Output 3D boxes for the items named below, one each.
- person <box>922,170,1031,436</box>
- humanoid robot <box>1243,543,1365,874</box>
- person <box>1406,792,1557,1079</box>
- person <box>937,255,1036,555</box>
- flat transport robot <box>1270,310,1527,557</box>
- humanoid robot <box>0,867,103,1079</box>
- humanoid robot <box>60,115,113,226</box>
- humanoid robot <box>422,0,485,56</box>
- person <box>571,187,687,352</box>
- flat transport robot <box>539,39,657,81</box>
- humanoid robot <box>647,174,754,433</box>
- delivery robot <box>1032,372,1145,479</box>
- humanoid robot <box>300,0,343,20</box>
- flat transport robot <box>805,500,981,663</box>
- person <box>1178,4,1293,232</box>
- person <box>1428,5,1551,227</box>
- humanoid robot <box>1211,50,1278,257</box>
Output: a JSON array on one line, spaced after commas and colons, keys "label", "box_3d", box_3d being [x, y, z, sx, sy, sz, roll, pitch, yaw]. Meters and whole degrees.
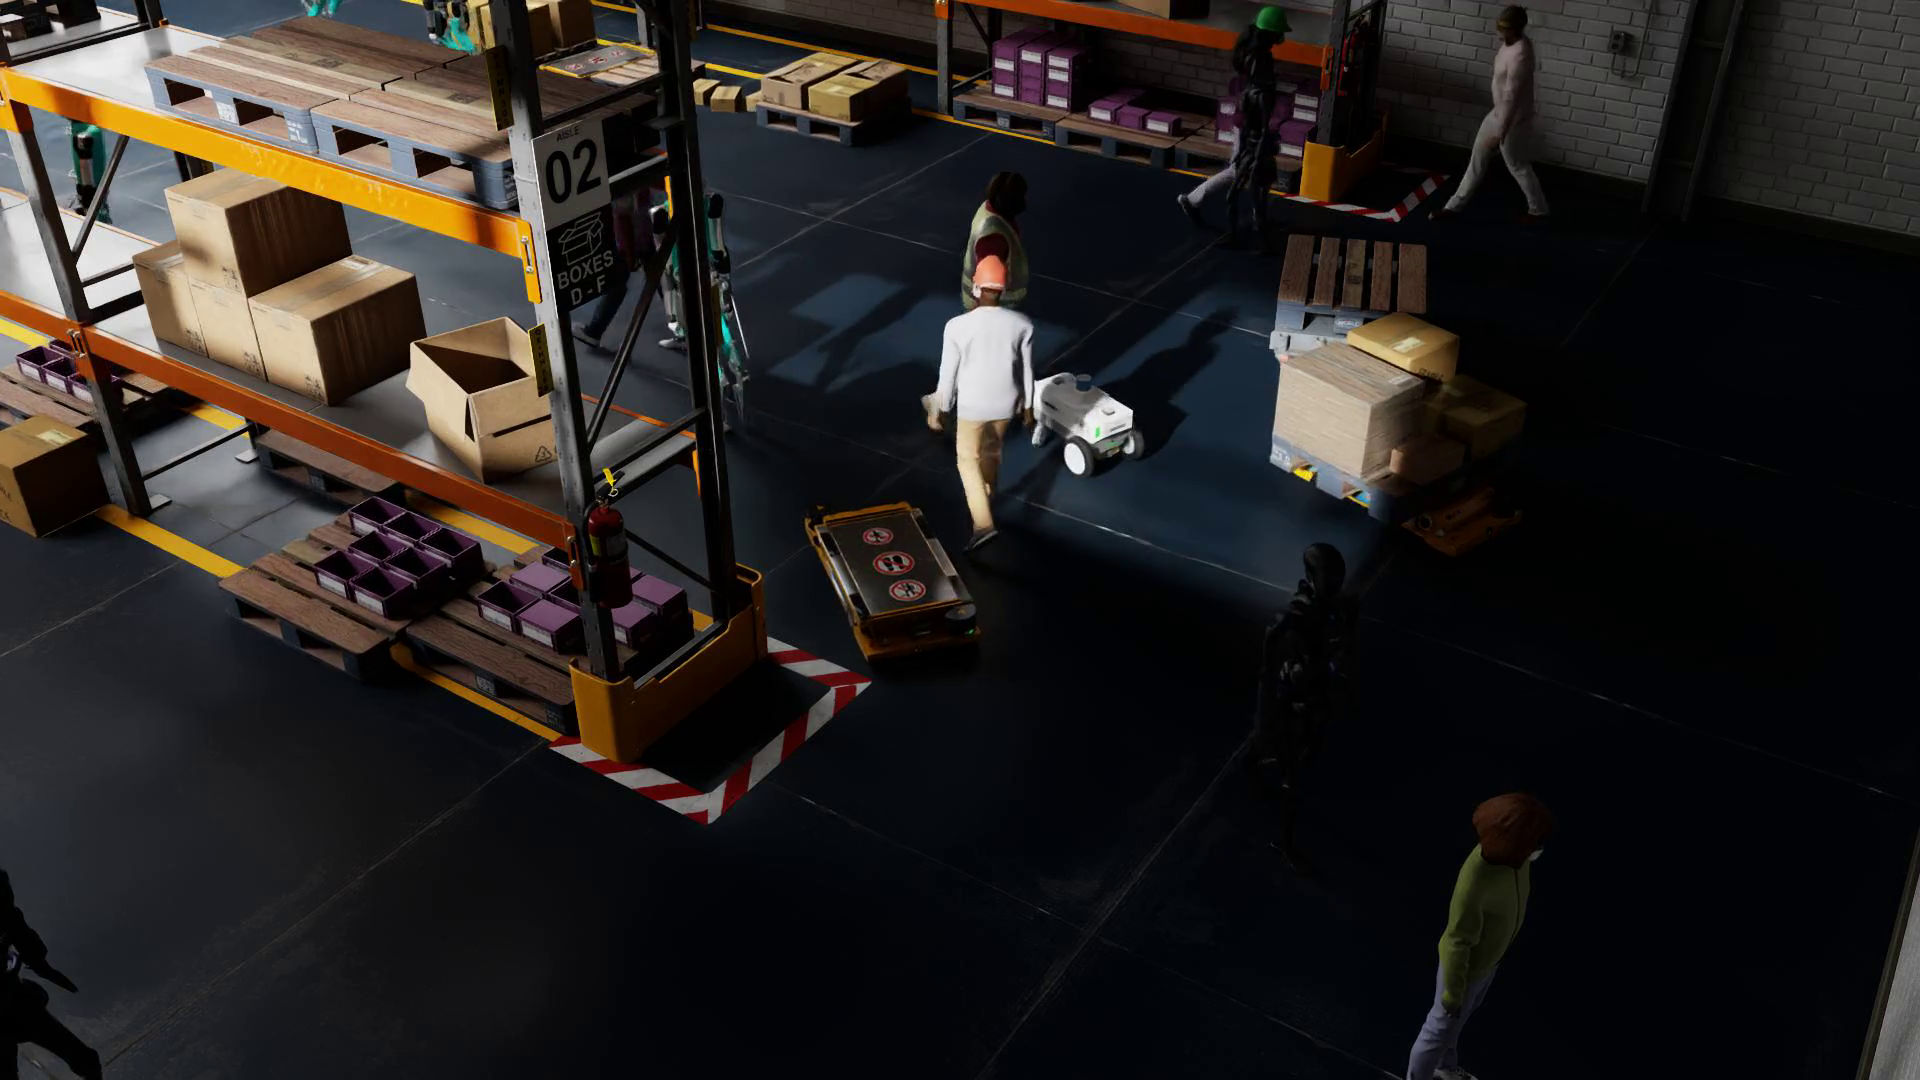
[{"label": "person", "box_3d": [0.124, -1.545, 10.837, 0.713, 1.815, 0.654, -2, 33, -3]}, {"label": "humanoid robot", "box_3d": [1.505, 0.696, 7.547, 0.599, 1.647, 0.692, -18, 37, -25]}, {"label": "person", "box_3d": [1.936, 1.567, 6.210, 0.280, 1.631, 0.506, 24, 40, 32]}, {"label": "person", "box_3d": [0.190, -0.785, 9.758, 0.587, 1.718, 0.736, -12, 35, -18]}, {"label": "flat transport robot", "box_3d": [2.738, -0.371, 10.443, 0.659, 0.231, 1.431, -23, 40, -31]}, {"label": "humanoid robot", "box_3d": [-3.415, 1.709, 5.958, 0.452, 1.641, 0.606, 1, 33, 2]}, {"label": "humanoid robot", "box_3d": [-6.451, -2.310, 12.089, 0.802, 1.779, 0.531, -8, 34, -13]}, {"label": "humanoid robot", "box_3d": [-4.807, -4.978, 16.259, 0.776, 1.862, 0.560, 16, 36, 23]}, {"label": "person", "box_3d": [-2.397, -2.170, 11.808, 1.002, 1.786, 0.518, 8, 34, 13]}, {"label": "flat transport robot", "box_3d": [-3.752, -4.960, 17.496, 0.659, 0.231, 1.431, 24, 40, 32]}, {"label": "humanoid robot", "box_3d": [-1.586, -1.418, 10.811, 0.545, 1.883, 0.754, -27, 42, -35]}, {"label": "delivery robot", "box_3d": [0.806, -0.774, 10.807, 0.521, 0.603, 0.774, -21, 39, -29]}, {"label": "humanoid robot", "box_3d": [-6.800, -5.875, 17.625, 0.852, 1.854, 0.551, 24, 40, 32]}, {"label": "flat transport robot", "box_3d": [-0.412, 0.182, 9.594, 0.659, 0.231, 1.431, -10, 34, -15]}, {"label": "person", "box_3d": [2.321, -3.440, 13.661, 0.883, 1.910, 0.510, 6, 34, 10]}, {"label": "person", "box_3d": [4.562, -3.497, 13.788, 1.013, 1.885, 0.654, 4, 33, 5]}, {"label": "humanoid robot", "box_3d": [2.330, -3.080, 13.331, 0.579, 1.636, 0.615, -4, 33, -7]}]
